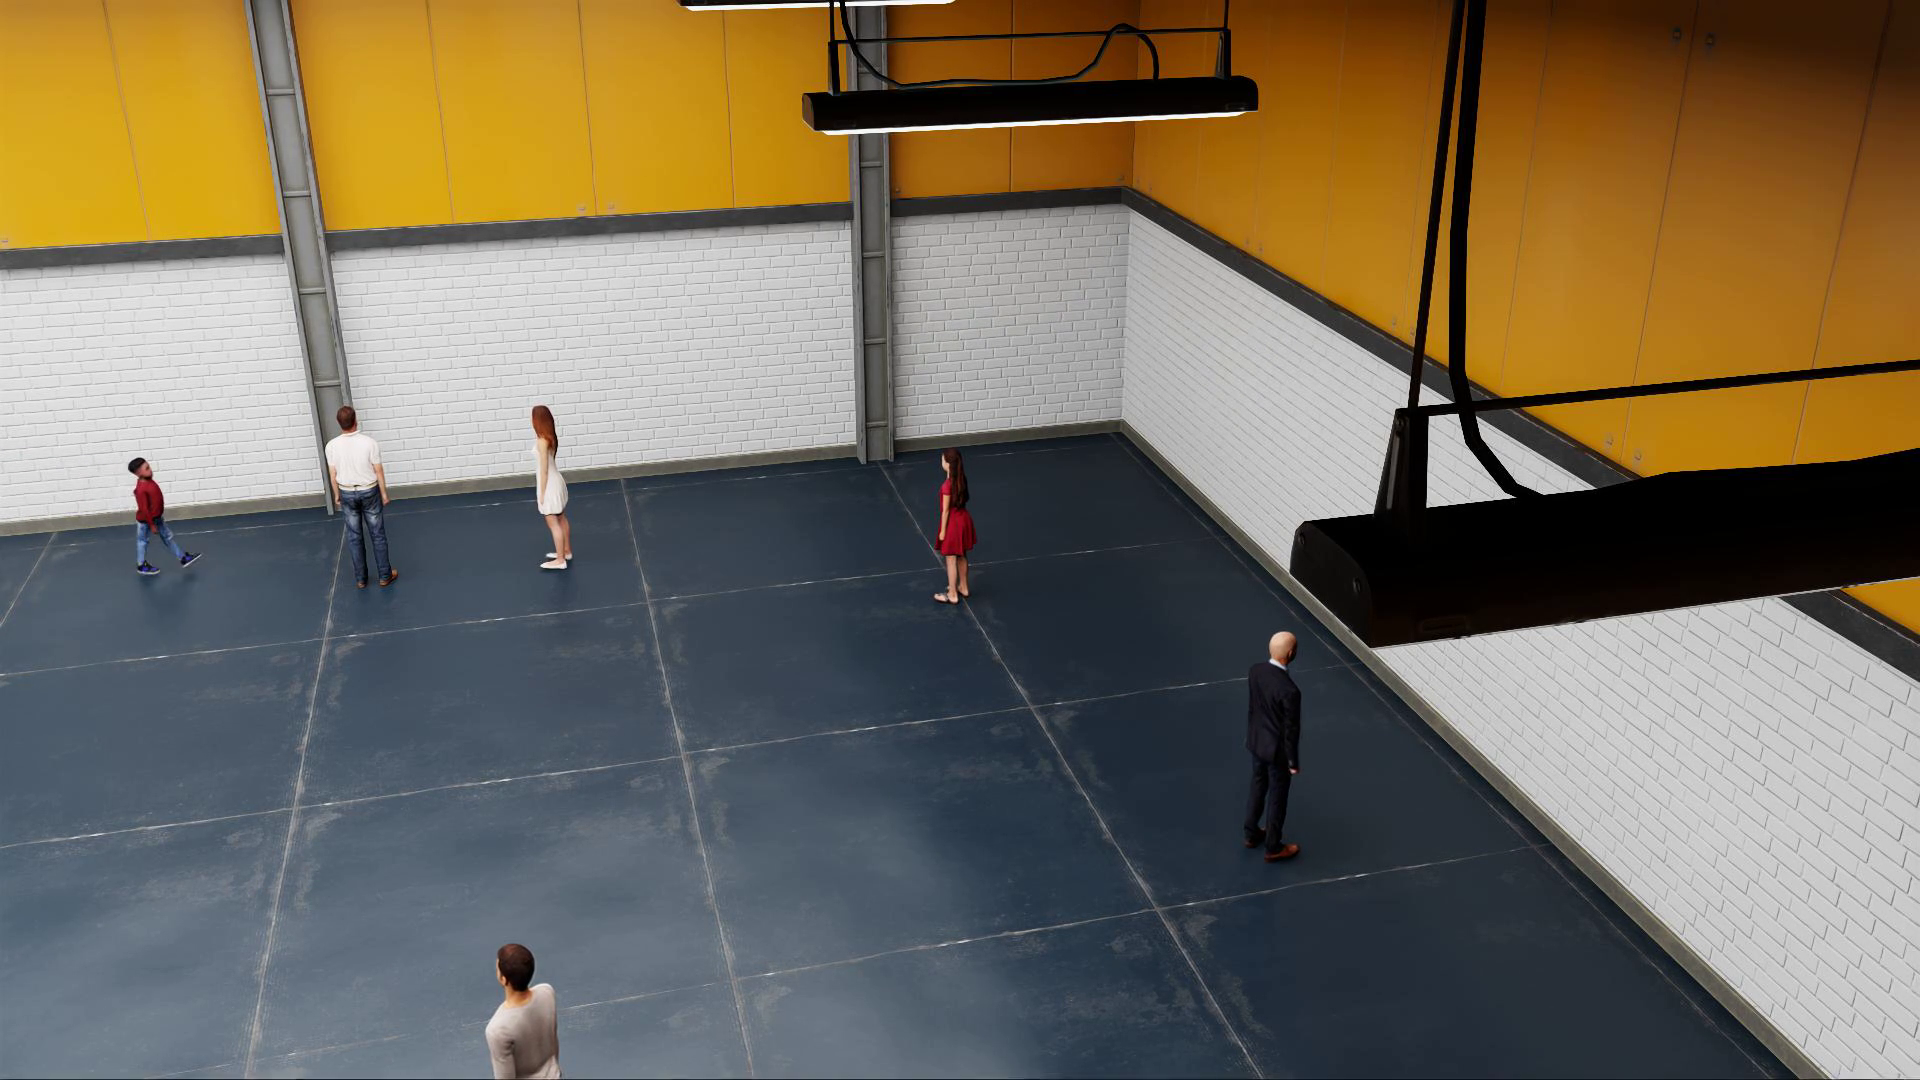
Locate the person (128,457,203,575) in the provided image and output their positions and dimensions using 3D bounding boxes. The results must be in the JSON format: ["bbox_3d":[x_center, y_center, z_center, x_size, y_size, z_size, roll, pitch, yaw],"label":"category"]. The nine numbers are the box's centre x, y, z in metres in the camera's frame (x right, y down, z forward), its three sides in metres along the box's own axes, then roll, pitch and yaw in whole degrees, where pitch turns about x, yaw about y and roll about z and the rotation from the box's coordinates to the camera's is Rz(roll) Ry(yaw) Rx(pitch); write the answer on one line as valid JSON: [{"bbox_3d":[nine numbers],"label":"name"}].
[{"bbox_3d":[-8.171,-0.222,16.642,0.885,1.232,0.623,-1,24,-3],"label":"person"}]

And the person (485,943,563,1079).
[{"bbox_3d":[-2.242,2.903,8.699,0.782,1.866,0.746,10,26,22],"label":"person"}]

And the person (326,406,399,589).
[{"bbox_3d":[-5.895,-0.426,16.329,0.534,1.856,0.735,-4,24,-9],"label":"person"}]

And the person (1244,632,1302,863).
[{"bbox_3d":[2.257,1.491,12.015,0.703,1.798,0.748,-13,27,-27],"label":"person"}]

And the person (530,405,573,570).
[{"bbox_3d":[-4.124,-0.548,16.789,0.590,1.711,0.610,0,24,-1],"label":"person"}]

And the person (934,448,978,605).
[{"bbox_3d":[-0.045,-0.150,16.077,0.749,1.551,0.689,13,27,27],"label":"person"}]
